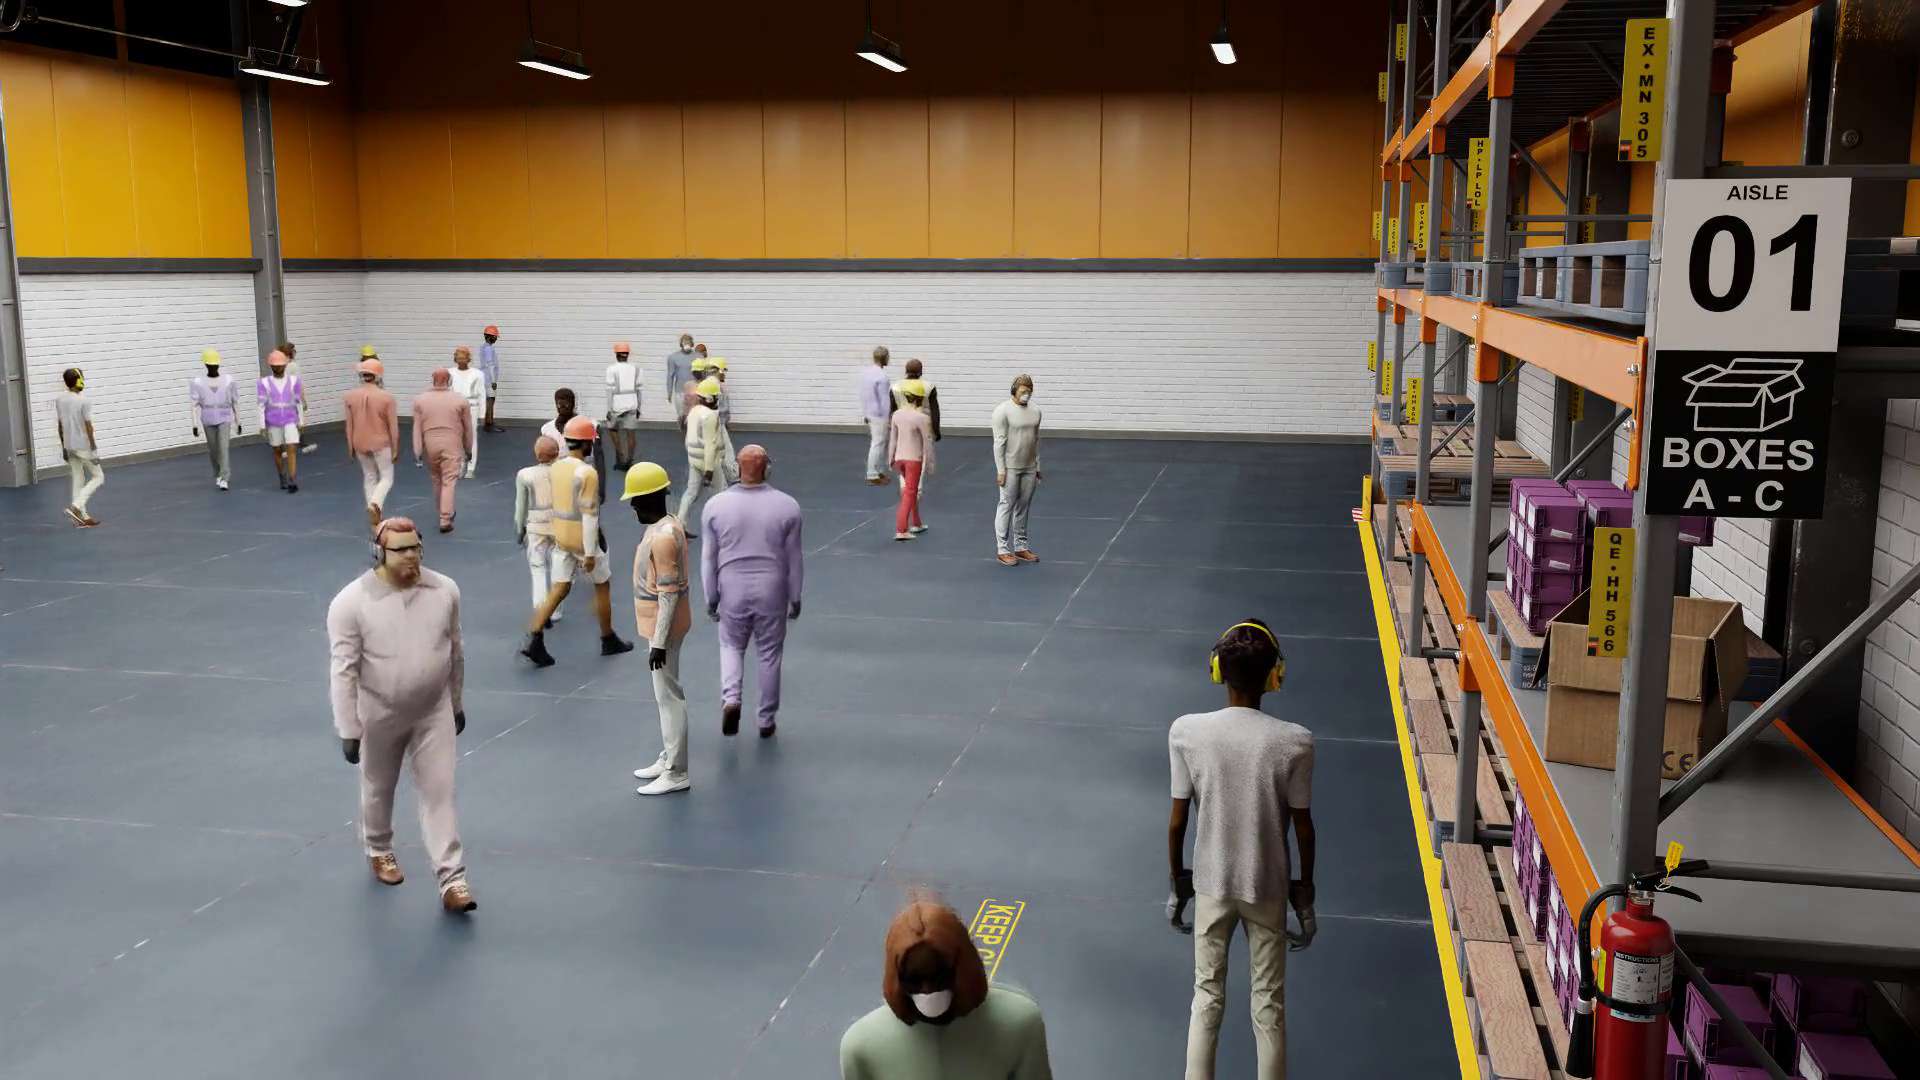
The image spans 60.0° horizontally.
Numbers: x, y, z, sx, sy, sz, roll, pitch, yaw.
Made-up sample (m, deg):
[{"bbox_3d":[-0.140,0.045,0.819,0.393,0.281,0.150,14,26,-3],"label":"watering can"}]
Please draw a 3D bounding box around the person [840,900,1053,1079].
[{"bbox_3d":[-0.033,1.582,4.010,0.516,1.595,0.747,-2,10,-12],"label":"person"}]

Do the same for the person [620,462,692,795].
[{"bbox_3d":[-1.734,0.503,9.556,0.379,1.918,0.585,-2,10,-11],"label":"person"}]

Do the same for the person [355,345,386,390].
[{"bbox_3d":[-9.876,-2.420,27.846,0.526,1.691,0.895,-6,11,-33],"label":"person"}]

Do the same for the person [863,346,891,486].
[{"bbox_3d":[-1.053,-1.692,22.757,0.563,1.921,0.664,-4,10,-23],"label":"person"}]

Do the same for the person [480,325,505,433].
[{"bbox_3d":[-8.466,-2.906,30.059,0.372,1.929,0.543,-5,11,-27],"label":"person"}]

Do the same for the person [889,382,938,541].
[{"bbox_3d":[-0.467,-0.882,18.411,0.557,1.733,0.773,8,13,41],"label":"person"}]

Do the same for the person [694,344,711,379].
[{"bbox_3d":[-4.605,-2.668,29.548,0.493,1.625,0.280,7,12,37],"label":"person"}]

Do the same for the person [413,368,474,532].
[{"bbox_3d":[-5.918,-1.046,19.109,0.631,1.847,1.038,0,9,-2],"label":"person"}]

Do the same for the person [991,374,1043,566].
[{"bbox_3d":[0.594,-0.717,16.860,0.627,1.933,0.375,-8,13,-41],"label":"person"}]

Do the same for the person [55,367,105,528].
[{"bbox_3d":[-10.108,-1.049,19.088,0.553,1.857,0.439,3,10,19],"label":"person"}]

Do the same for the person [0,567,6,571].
[{"bbox_3d":[-9.727,-0.421,16.066,0.499,1.604,0.775,5,10,26],"label":"person"}]

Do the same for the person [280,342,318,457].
[{"bbox_3d":[-10.575,-2.229,26.383,0.538,1.799,0.880,5,11,29],"label":"person"}]

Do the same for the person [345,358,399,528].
[{"bbox_3d":[-6.709,-1.082,18.957,0.623,1.972,0.654,1,9,4],"label":"person"}]

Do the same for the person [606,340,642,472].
[{"bbox_3d":[-4.946,-1.957,24.358,0.580,1.919,0.528,-6,11,-34],"label":"person"}]

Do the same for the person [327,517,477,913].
[{"bbox_3d":[-2.628,0.811,7.883,0.664,1.852,1.022,-7,12,-36],"label":"person"}]

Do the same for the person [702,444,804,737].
[{"bbox_3d":[-1.313,0.342,10.592,0.643,1.897,0.486,-1,9,-4],"label":"person"}]

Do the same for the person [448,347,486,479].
[{"bbox_3d":[-6.989,-1.768,23.405,0.615,1.857,0.677,-1,9,-5],"label":"person"}]

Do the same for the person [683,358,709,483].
[{"bbox_3d":[-3.562,-1.642,22.965,0.533,1.750,0.438,3,10,18],"label":"person"}]

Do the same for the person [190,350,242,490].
[{"bbox_3d":[-10.081,-1.634,22.567,0.623,1.885,0.968,-4,10,-21],"label":"person"}]

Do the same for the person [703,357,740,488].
[{"bbox_3d":[-3.236,-1.577,22.513,0.893,1.769,0.602,-3,10,-20],"label":"person"}]

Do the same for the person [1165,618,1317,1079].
[{"bbox_3d":[0.945,1.184,5.595,0.514,1.872,0.328,3,10,16],"label":"person"}]

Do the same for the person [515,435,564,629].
[{"bbox_3d":[-3.442,-0.060,13.882,0.527,1.614,0.721,-3,10,-15],"label":"person"}]

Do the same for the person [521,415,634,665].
[{"bbox_3d":[-2.960,0.000,12.655,0.558,1.902,0.948,7,12,38],"label":"person"}]

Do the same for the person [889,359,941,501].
[{"bbox_3d":[-0.565,-1.412,21.362,0.630,1.828,0.454,3,10,16],"label":"person"}]

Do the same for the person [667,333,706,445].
[{"bbox_3d":[-4.499,-2.455,27.406,0.635,1.914,0.899,-1,10,-8],"label":"person"}]

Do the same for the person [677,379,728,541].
[{"bbox_3d":[-2.763,-0.869,18.232,0.924,1.783,0.613,-6,11,-32],"label":"person"}]

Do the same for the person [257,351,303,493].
[{"bbox_3d":[-9.037,-1.569,22.144,0.565,1.876,1.007,-4,10,-25],"label":"person"}]

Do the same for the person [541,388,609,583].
[{"bbox_3d":[-3.664,-0.532,15.926,0.615,1.887,0.807,0,9,1],"label":"person"}]
